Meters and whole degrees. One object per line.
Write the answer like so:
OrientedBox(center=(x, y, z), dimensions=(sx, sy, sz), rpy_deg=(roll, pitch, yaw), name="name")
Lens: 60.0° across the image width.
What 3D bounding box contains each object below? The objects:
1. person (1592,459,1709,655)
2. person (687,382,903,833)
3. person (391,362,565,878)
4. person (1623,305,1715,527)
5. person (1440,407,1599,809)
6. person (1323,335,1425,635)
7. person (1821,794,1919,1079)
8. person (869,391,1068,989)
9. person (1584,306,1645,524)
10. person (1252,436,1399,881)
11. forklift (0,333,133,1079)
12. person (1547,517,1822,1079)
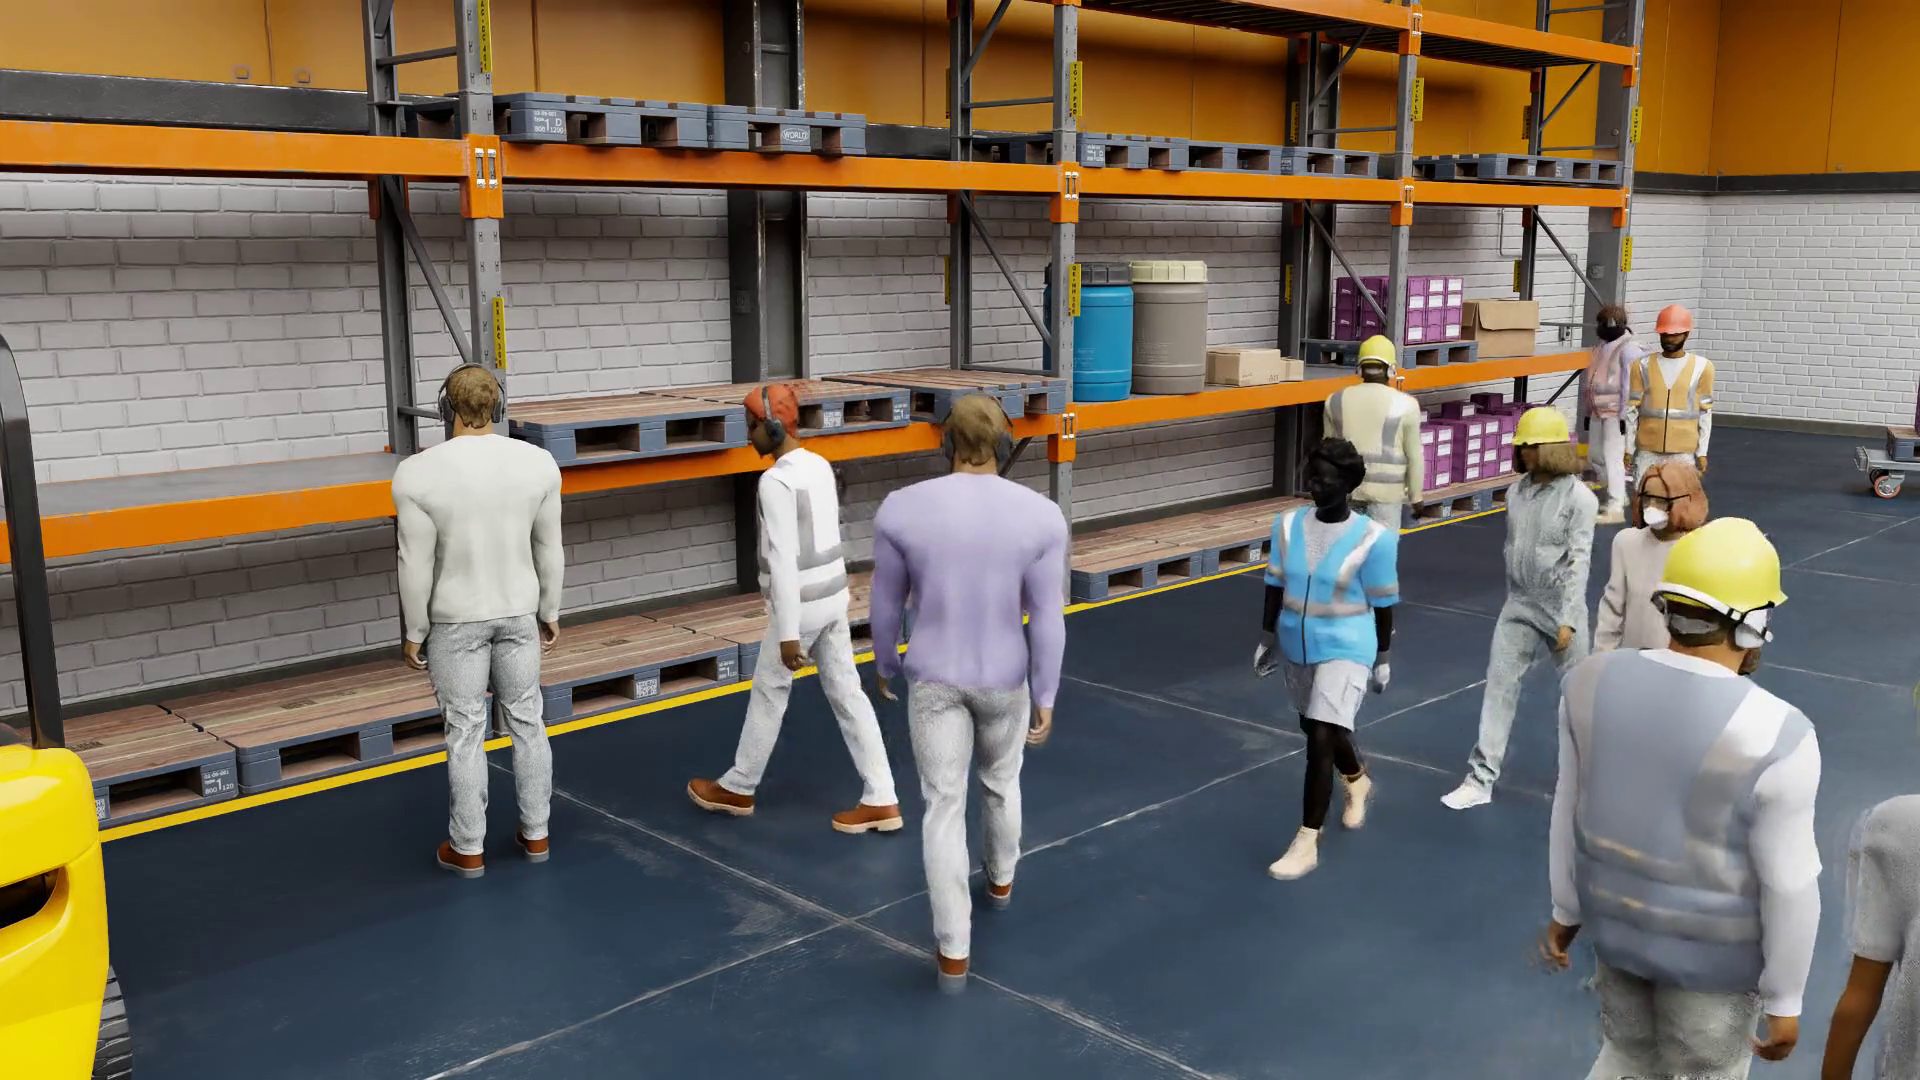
OrientedBox(center=(2.511, 0.514, 5.998), dimensions=(0.344, 1.624, 0.515), rpy_deg=(-5, 11, -24), name="person")
OrientedBox(center=(-0.659, 0.280, 6.709), dimensions=(0.994, 1.826, 0.582), rpy_deg=(4, 11, 22), name="person")
OrientedBox(center=(-1.796, 0.303, 6.272), dimensions=(0.632, 1.939, 0.368), rpy_deg=(-7, 13, -34), name="person")
OrientedBox(center=(4.866, -0.648, 11.464), dimensions=(0.553, 1.934, 0.363), rpy_deg=(5, 12, 28), name="person")
OrientedBox(center=(2.484, 0.281, 7.043), dimensions=(0.886, 1.701, 0.497), rpy_deg=(-7, 12, -32), name="person")
OrientedBox(center=(2.457, -0.302, 9.891), dimensions=(0.604, 1.827, 0.440), rpy_deg=(7, 13, 34), name="person")
OrientedBox(center=(1.700, 1.026, 2.695), dimensions=(0.994, 1.805, 0.540), rpy_deg=(-7, 12, -33), name="person")
OrientedBox(center=(0.022, 0.447, 5.604), dimensions=(0.645, 1.895, 0.963), rpy_deg=(-1, 10, -3), name="person")
OrientedBox(center=(5.555, -1.056, 14.051), dimensions=(0.520, 1.813, 0.678), rpy_deg=(-1, 10, -7), name="person")
OrientedBox(center=(1.450, 0.409, 6.442), dimensions=(0.830, 1.665, 0.529), rpy_deg=(-10, 14, -43), name="person")
OrientedBox(center=(-3.289, 0.485, 4.582), dimensions=(1.214, 2.155, 2.313), rpy_deg=(-10, 14, -44), name="forklift")
OrientedBox(center=(1.529, 0.853, 3.585), dimensions=(0.466, 1.820, 0.615), rpy_deg=(-6, 12, -31), name="person")
